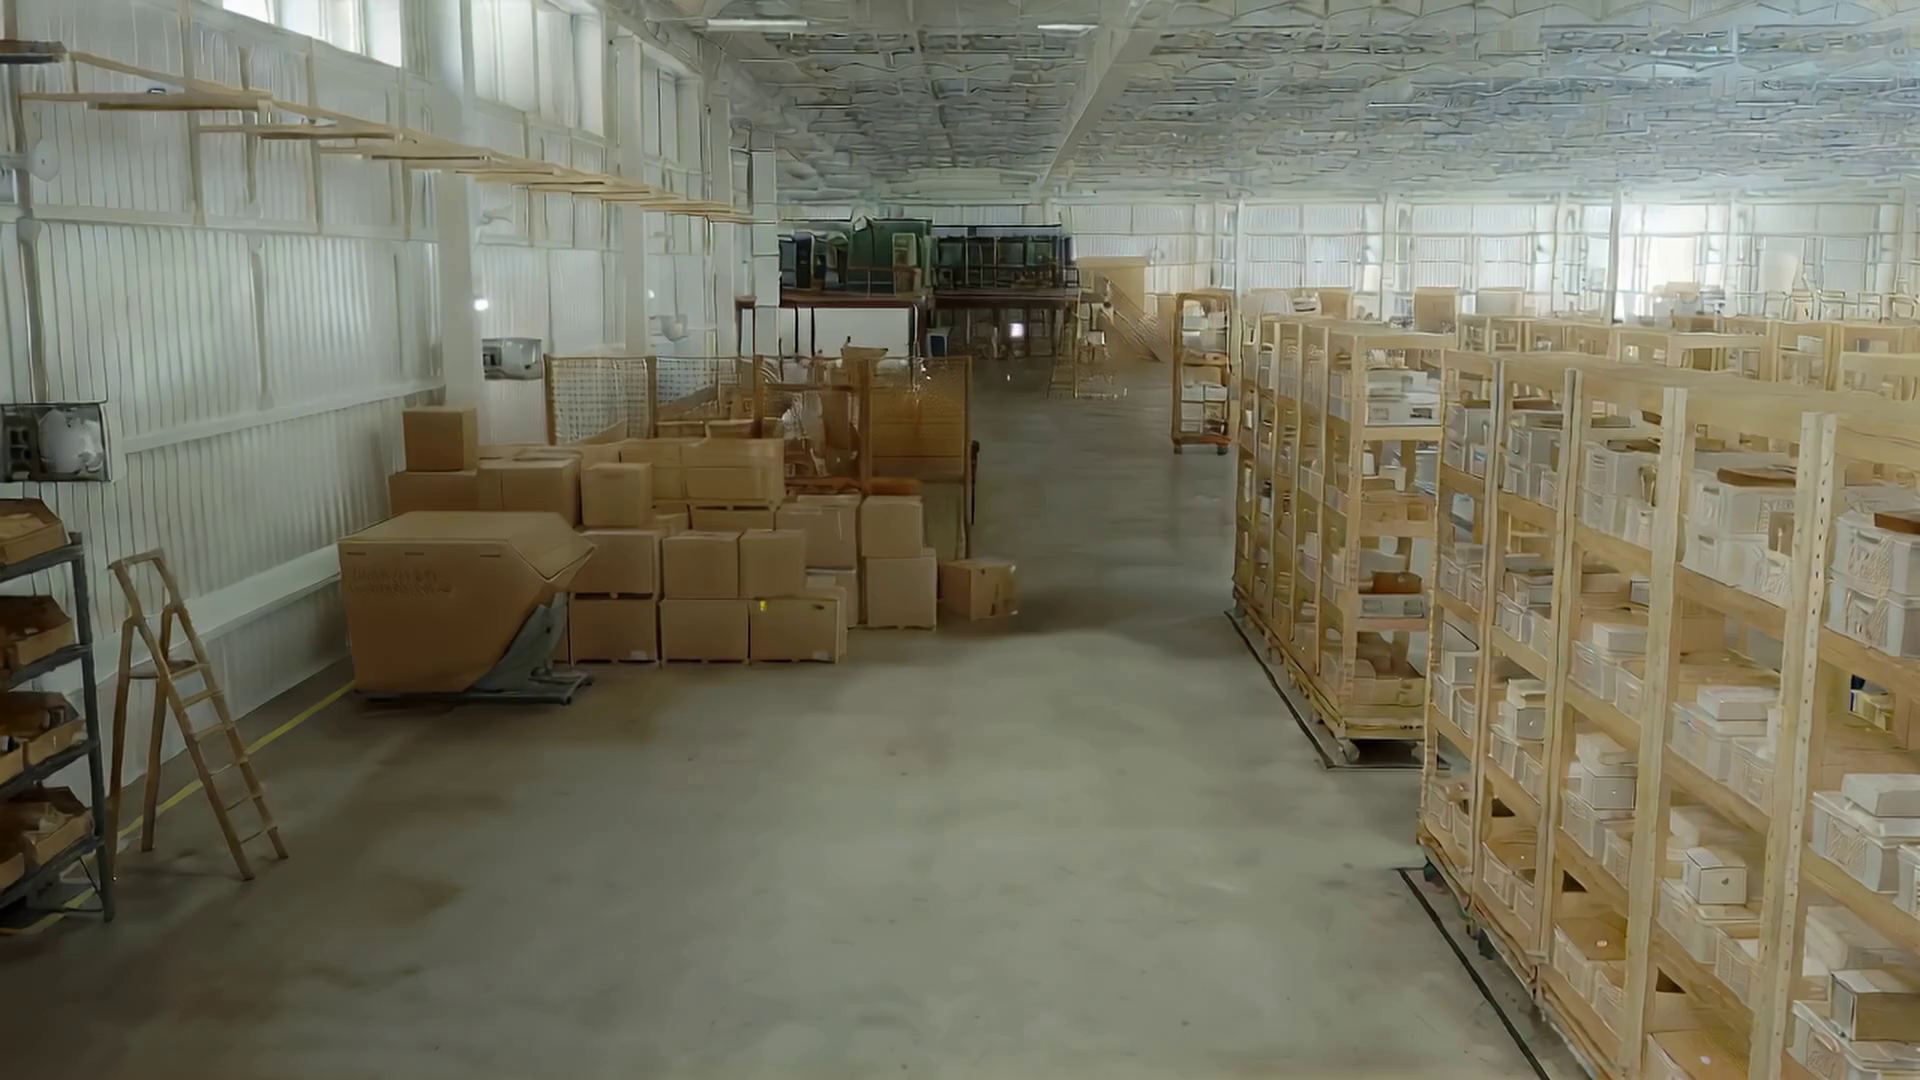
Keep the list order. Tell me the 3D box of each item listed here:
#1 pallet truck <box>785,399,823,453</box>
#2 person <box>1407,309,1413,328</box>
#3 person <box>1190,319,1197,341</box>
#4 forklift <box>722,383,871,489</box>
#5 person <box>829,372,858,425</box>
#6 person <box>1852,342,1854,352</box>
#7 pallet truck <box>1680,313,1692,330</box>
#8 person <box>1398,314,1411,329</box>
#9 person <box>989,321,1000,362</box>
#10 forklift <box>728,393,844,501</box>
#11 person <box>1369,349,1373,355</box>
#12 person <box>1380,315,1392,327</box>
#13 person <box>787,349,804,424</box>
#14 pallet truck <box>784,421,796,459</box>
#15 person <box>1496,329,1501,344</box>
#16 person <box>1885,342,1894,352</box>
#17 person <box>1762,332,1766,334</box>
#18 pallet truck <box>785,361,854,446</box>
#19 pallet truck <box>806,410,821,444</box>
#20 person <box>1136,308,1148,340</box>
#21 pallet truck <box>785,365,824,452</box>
[{"bbox_3d":[-3.814,-2.432,36.419,1.630,1.274,0.653,0,9,1],"label":"pallet truck"},{"bbox_3d":[25.589,-12.175,94.639,0.395,1.918,0.591,6,11,31],"label":"person"},{"bbox_3d":[13.752,-12.583,97.482,0.436,1.806,0.727,0,9,3],"label":"person"},{"bbox_3d":[-2.893,-1.687,28.729,2.680,1.987,1.157,0,9,-1],"label":"forklift"},{"bbox_3d":[-2.568,-2.772,36.712,0.677,1.886,0.432,2,9,14],"label":"person"},{"bbox_3d":[32.755,-6.731,61.373,1.003,1.819,0.535,-2,9,-13],"label":"person"},{"bbox_3d":[36.315,-10.531,84.244,0.823,1.965,1.885,-6,11,-33],"label":"pallet truck"},{"bbox_3d":[23.136,-10.828,86.559,0.633,1.839,0.429,3,10,20],"label":"person"},{"bbox_3d":[1.614,-8.917,74.693,0.692,1.857,0.578,2,9,12],"label":"person"},{"bbox_3d":[-2.979,-1.316,26.476,2.680,1.987,1.157,0,9,1],"label":"forklift"},{"bbox_3d":[16.430,-7.507,65.828,0.551,1.917,0.558,-3,10,-19],"label":"person"},{"bbox_3d":[21.099,-10.185,82.373,0.638,1.915,0.777,8,12,41],"label":"person"},{"bbox_3d":[-4.351,-4.107,44.513,0.679,2.025,0.614,-3,10,-19],"label":"person"},{"bbox_3d":[-4.013,-1.793,32.705,1.601,1.201,0.680,0,9,1],"label":"pallet truck"},{"bbox_3d":[23.086,-8.435,71.575,0.578,1.905,0.822,-2,9,-13],"label":"person"},{"bbox_3d":[32.806,-6.321,58.388,0.602,1.959,0.379,6,11,33],"label":"person"},{"bbox_3d":[31.879,-7.529,65.590,1.010,2.000,0.703,5,10,27],"label":"person"},{"bbox_3d":[-3.410,-3.193,38.978,1.885,1.965,0.823,0,9,-1],"label":"pallet truck"},{"bbox_3d":[-3.559,-2.018,33.905,1.522,1.261,0.704,0,9,-1],"label":"pallet truck"},{"bbox_3d":[10.710,-12.706,98.022,1.021,1.889,0.656,0,9,1],"label":"person"},{"bbox_3d":[-3.774,-2.976,37.635,1.885,1.965,0.823,1,9,5],"label":"pallet truck"}]
